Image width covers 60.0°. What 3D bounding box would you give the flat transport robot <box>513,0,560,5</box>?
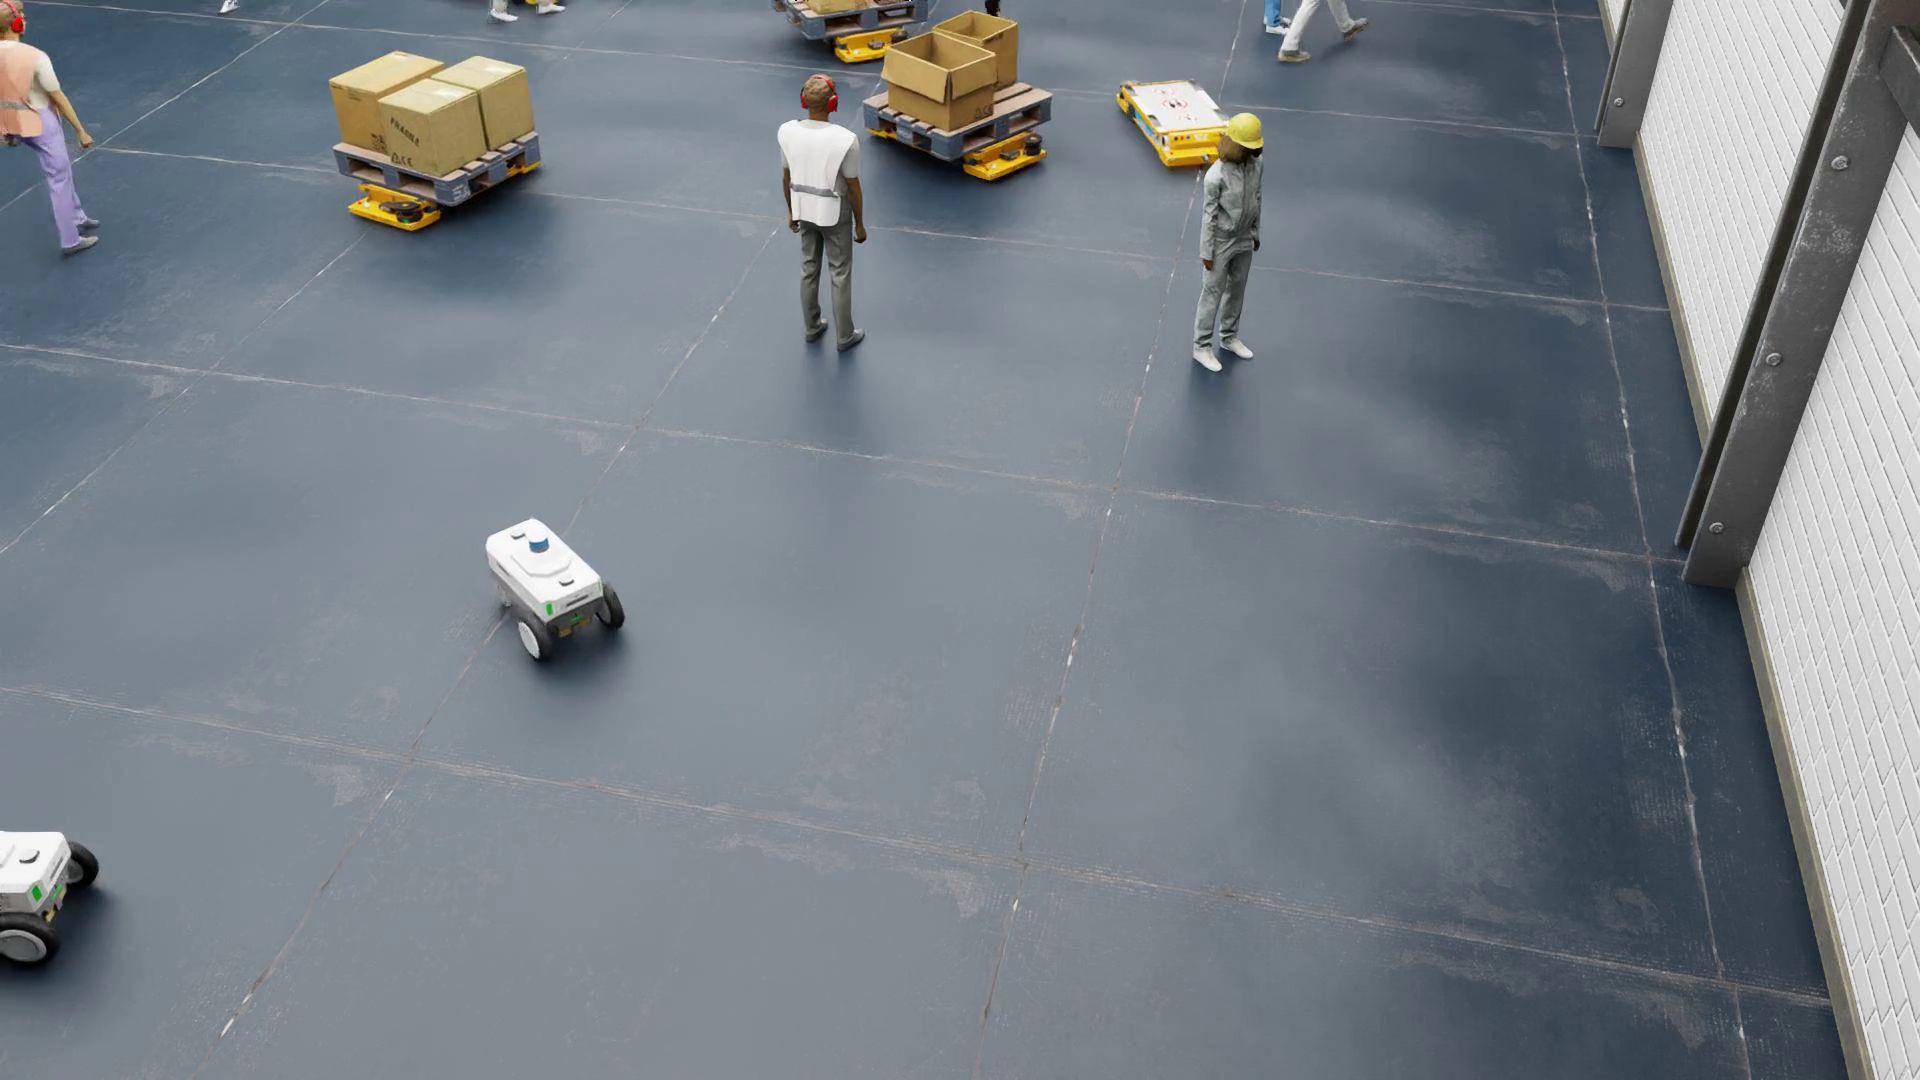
[{"bbox_3d":[-4.587,-5.640,16.766,1.431,0.231,0.659,10,38,14],"label":"flat transport robot"}]

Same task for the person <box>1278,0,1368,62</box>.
[{"bbox_3d":[3.381,-5.288,15.038,1.144,1.785,0.588,-17,40,-22],"label":"person"}]

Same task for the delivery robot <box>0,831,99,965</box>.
[{"bbox_3d":[-4.109,1.452,7.053,0.785,0.613,0.525,-1,37,-1],"label":"delivery robot"}]

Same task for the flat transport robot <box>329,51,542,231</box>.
[{"bbox_3d":[-4.018,-2.822,12.996,0.659,0.231,1.431,19,41,24],"label":"flat transport robot"}]

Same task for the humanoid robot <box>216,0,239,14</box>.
[{"bbox_3d":[-7.028,-5.998,16.042,0.559,1.797,0.938,15,39,19],"label":"humanoid robot"}]

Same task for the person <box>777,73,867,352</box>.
[{"bbox_3d":[-0.880,-2.071,10.682,0.561,1.836,0.398,16,40,20],"label":"person"}]

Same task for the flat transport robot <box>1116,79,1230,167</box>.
[{"bbox_3d":[1.828,-3.514,13.922,0.659,0.231,1.431,-8,37,-10],"label":"flat transport robot"}]

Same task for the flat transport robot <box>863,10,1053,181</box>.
[{"bbox_3d":[-0.032,-3.326,13.669,0.659,0.231,1.431,-30,46,-34],"label":"flat transport robot"}]

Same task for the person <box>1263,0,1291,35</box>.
[{"bbox_3d":[3.033,-5.628,15.530,0.363,1.730,0.485,4,37,5],"label":"person"}]

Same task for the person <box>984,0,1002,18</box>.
[{"bbox_3d":[0.247,-5.476,15.370,0.451,1.663,0.553,28,45,32],"label":"person"}]

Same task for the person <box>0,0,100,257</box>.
[{"bbox_3d":[-6.511,-2.971,11.895,0.595,1.820,0.652,11,38,15],"label":"person"}]

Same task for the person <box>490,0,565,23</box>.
[{"bbox_3d":[-4.234,-5.744,15.777,0.716,1.608,0.528,-10,38,-13],"label":"person"}]

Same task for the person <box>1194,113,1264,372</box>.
[{"bbox_3d":[1.719,-1.879,10.513,0.489,1.730,0.321,-27,44,-31],"label":"person"}]

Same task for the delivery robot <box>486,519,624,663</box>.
[{"bbox_3d":[-2.160,0.209,8.680,0.499,0.570,0.750,-27,44,-31],"label":"delivery robot"}]

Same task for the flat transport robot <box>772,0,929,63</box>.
[{"bbox_3d":[-1.035,-4.864,15.727,0.659,0.231,1.431,-16,40,-20],"label":"flat transport robot"}]
